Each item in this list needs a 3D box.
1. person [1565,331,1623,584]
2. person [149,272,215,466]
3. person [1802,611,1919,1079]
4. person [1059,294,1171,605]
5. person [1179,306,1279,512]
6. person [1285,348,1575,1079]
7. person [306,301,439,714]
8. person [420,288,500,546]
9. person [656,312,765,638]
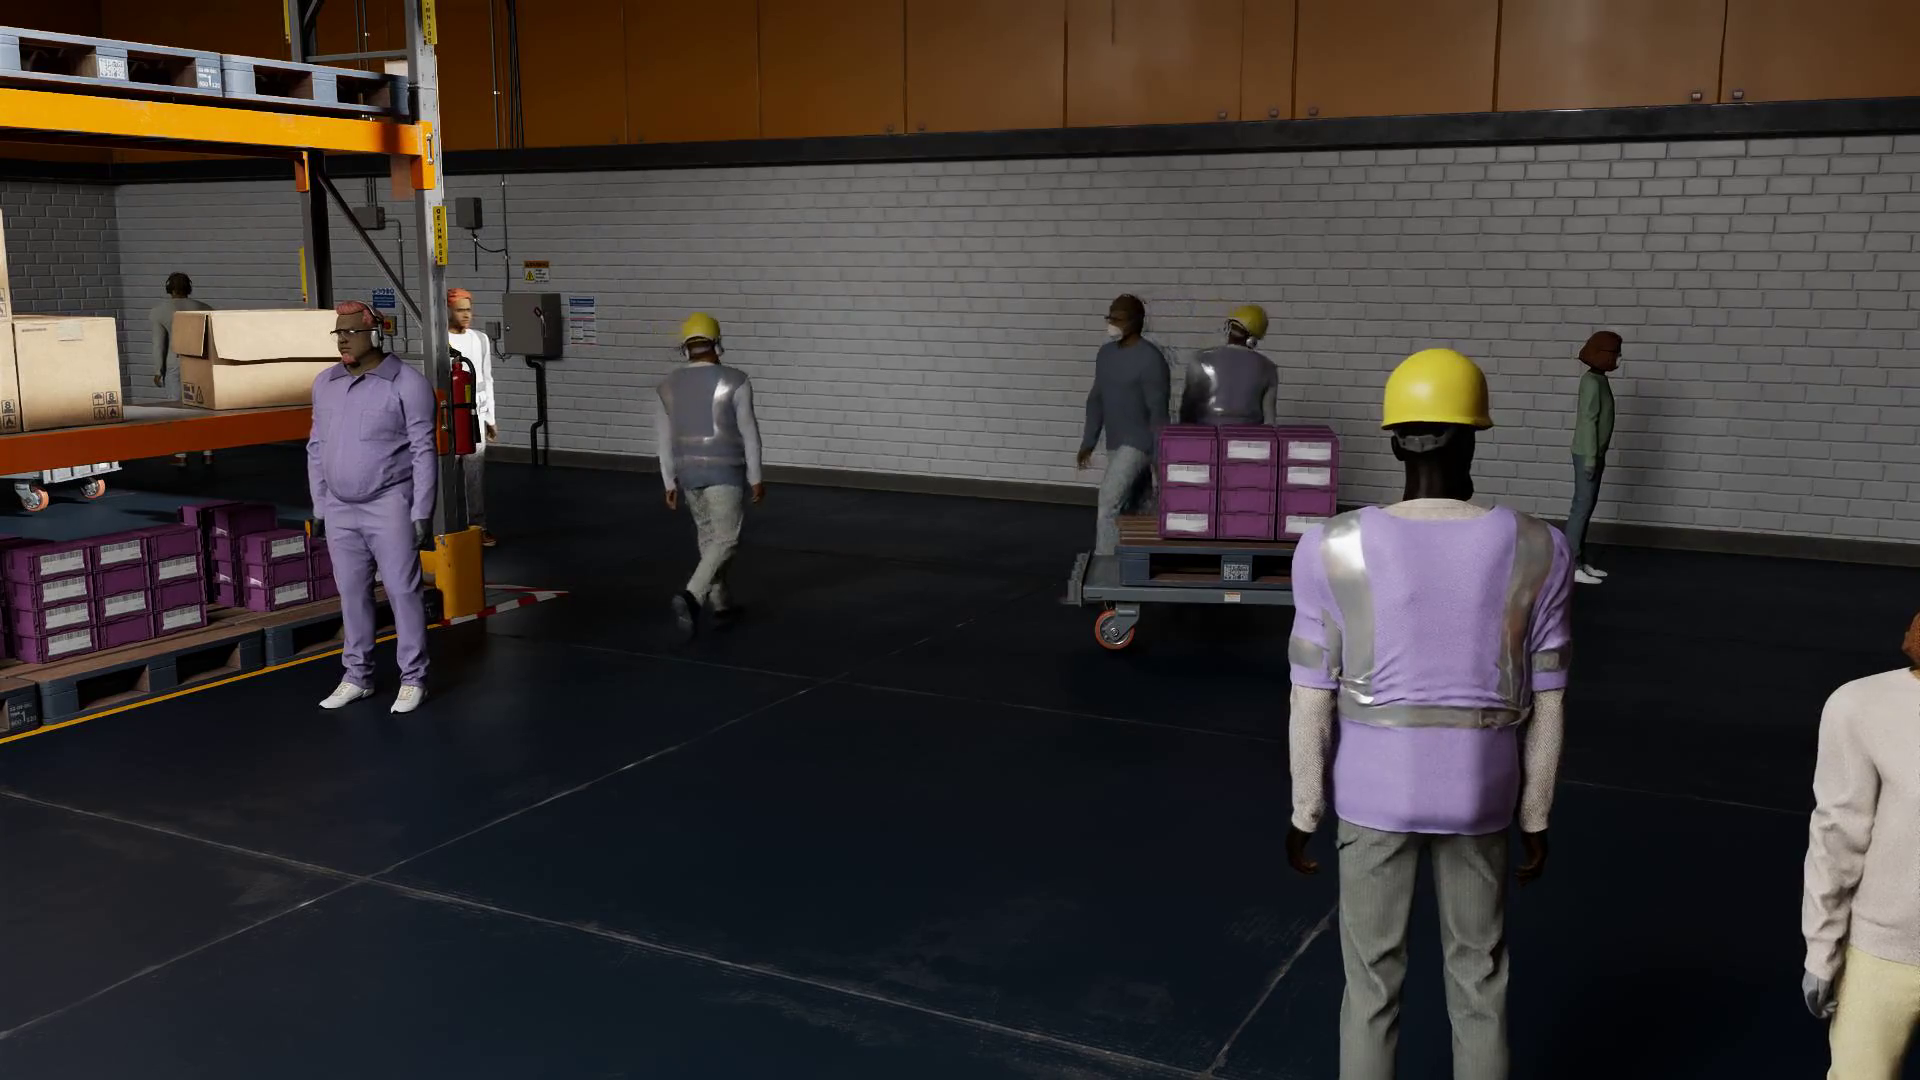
[{"bbox_3d":[4.093,-0.533,10.761,0.271,1.629,0.497,5,11,25],"label":"person"},{"bbox_3d":[-7.749,-1.706,16.646,0.635,1.938,0.359,-9,14,-43],"label":"person"},{"bbox_3d":[1.830,0.793,3.095,0.494,1.626,0.285,3,10,19],"label":"person"},{"bbox_3d":[1.079,-0.560,10.194,1.013,1.891,0.636,-4,11,-22],"label":"person"},{"bbox_3d":[1.721,-0.596,10.668,0.636,1.789,0.437,-1,10,-5],"label":"person"},{"bbox_3d":[0.998,0.552,3.616,0.589,1.923,0.383,1,10,6],"label":"person"},{"bbox_3d":[-2.737,-0.145,7.704,0.651,1.907,0.409,2,10,14],"label":"person"},{"bbox_3d":[-3.580,-0.857,11.929,0.348,1.879,0.591,7,12,36],"label":"person"},{"bbox_3d":[-1.419,-0.363,9.269,0.593,1.806,0.751,4,11,23],"label":"person"}]
